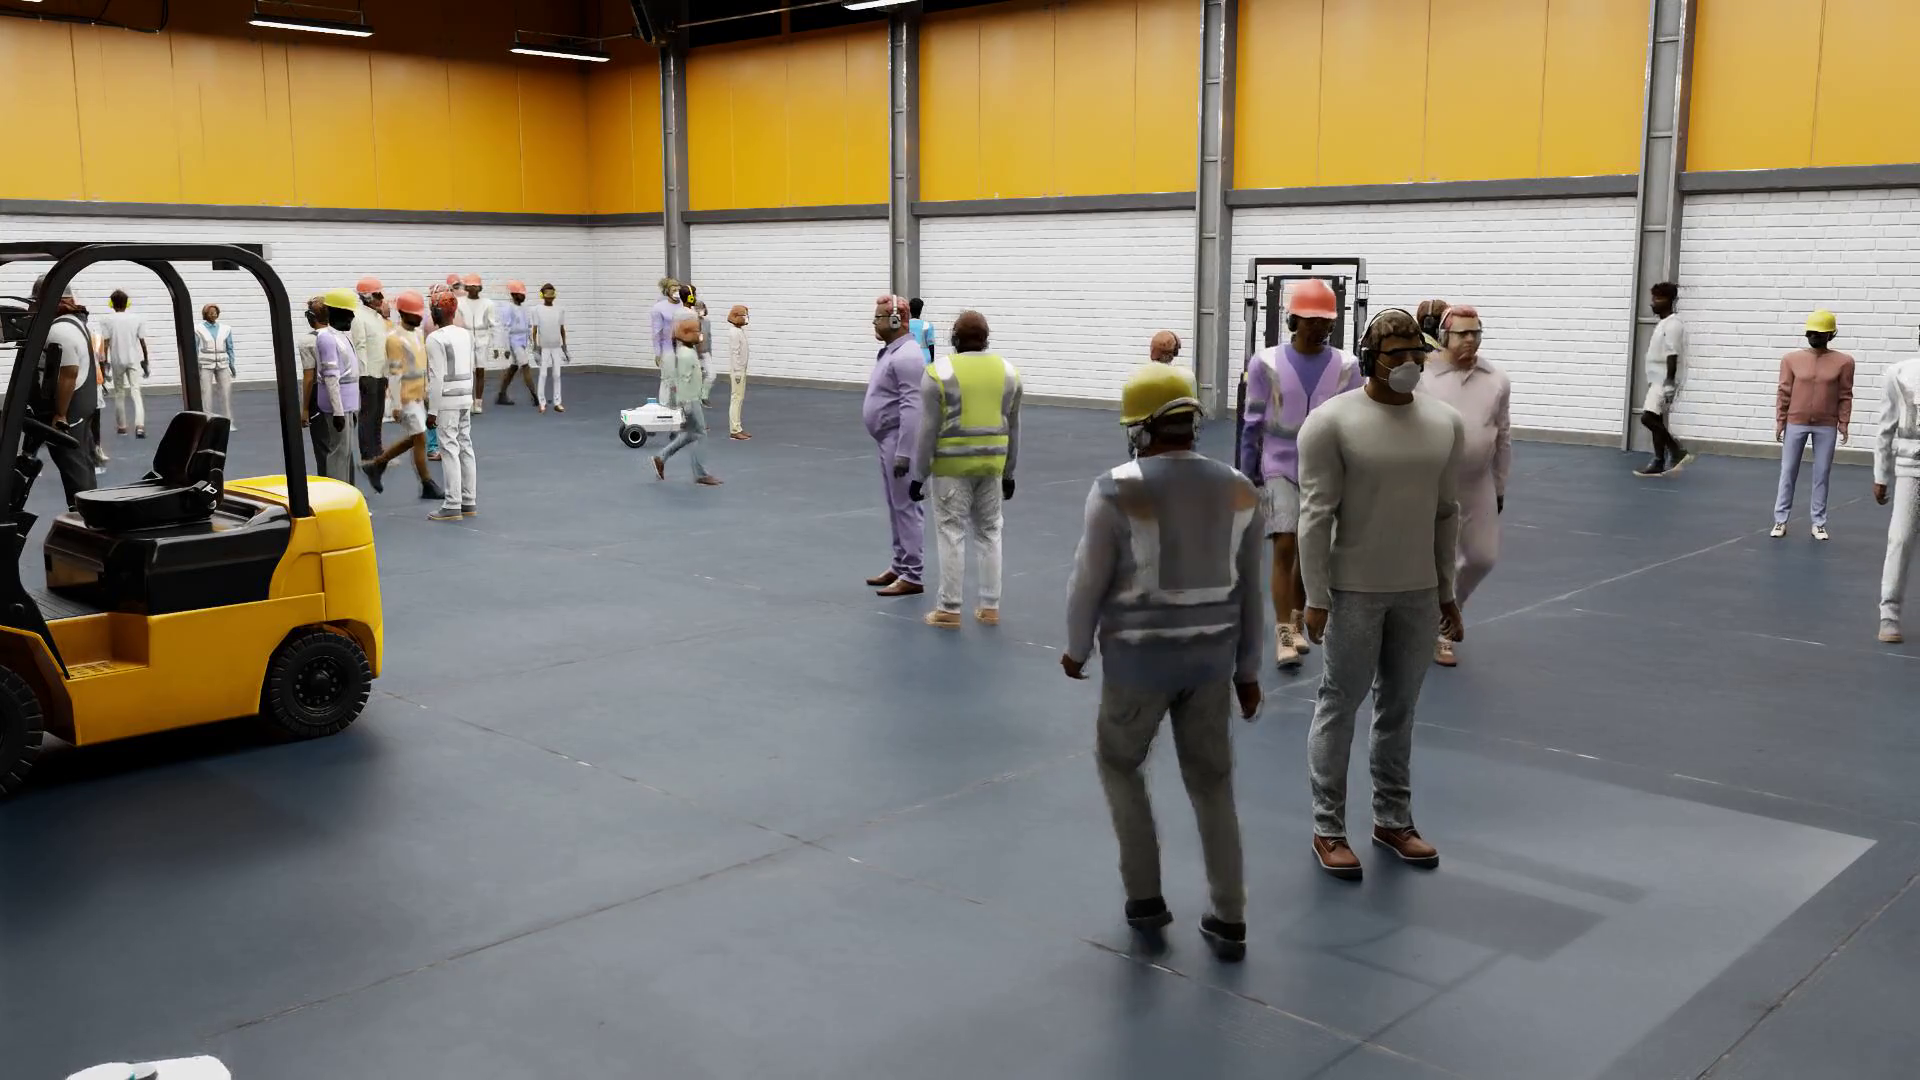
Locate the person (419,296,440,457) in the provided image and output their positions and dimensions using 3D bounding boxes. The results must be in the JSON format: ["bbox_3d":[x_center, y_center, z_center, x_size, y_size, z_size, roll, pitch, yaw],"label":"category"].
[{"bbox_3d":[-5.749,-1.832,18.344,0.389,1.846,0.567,4,10,24],"label":"person"}]

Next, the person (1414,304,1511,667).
[{"bbox_3d":[2.593,-0.299,8.803,0.655,1.889,0.528,-1,9,-5],"label":"person"}]

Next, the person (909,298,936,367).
[{"bbox_3d":[-0.573,-2.302,21.683,0.532,1.696,0.318,2,9,9],"label":"person"}]

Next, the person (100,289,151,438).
[{"bbox_3d":[-10.279,-2.172,20.510,0.547,1.829,0.974,-6,11,-34],"label":"person"}]

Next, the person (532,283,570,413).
[{"bbox_3d":[-5.912,-2.762,24.004,0.519,1.861,0.318,-6,11,-33],"label":"person"}]

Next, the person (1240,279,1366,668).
[{"bbox_3d":[1.804,-0.331,8.638,0.644,2.001,0.970,0,9,2],"label":"person"}]

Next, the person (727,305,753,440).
[{"bbox_3d":[-2.685,-2.040,20.266,0.269,1.632,0.509,0,9,1],"label":"person"}]

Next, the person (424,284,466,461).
[{"bbox_3d":[-5.596,-1.808,18.005,0.399,1.910,0.643,2,9,11],"label":"person"}]

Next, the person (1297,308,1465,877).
[{"bbox_3d":[1.450,0.180,5.722,0.629,1.940,0.372,-3,10,-20],"label":"person"}]

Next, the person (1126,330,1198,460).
[{"bbox_3d":[1.451,-0.687,11.982,0.524,1.633,0.317,3,10,19],"label":"person"}]

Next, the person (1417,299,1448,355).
[{"bbox_3d":[3.579,-0.913,12.719,0.429,1.842,0.634,2,10,14],"label":"person"}]

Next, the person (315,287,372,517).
[{"bbox_3d":[-5.047,-1.097,13.599,0.371,1.923,0.586,-2,9,-12],"label":"person"}]

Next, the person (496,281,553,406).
[{"bbox_3d":[-6.664,-2.961,25.142,0.993,1.887,0.559,2,10,13],"label":"person"}]

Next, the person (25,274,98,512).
[{"bbox_3d":[-6.847,-0.997,12.627,0.537,2.000,0.689,-3,10,-18],"label":"person"}]

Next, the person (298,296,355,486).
[{"bbox_3d":[-5.344,-1.125,14.012,0.345,1.846,0.506,5,10,26],"label":"person"}]

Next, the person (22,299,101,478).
[{"bbox_3d":[-8.995,-1.523,16.380,0.603,1.861,1.014,5,11,30],"label":"person"}]

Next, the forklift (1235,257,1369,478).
[{"bbox_3d":[3.309,-1.629,16.029,1.214,2.155,2.313,2,9,11],"label":"forklift"}]

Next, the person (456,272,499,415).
[{"bbox_3d":[-6.837,-2.753,23.466,0.648,2.010,0.924,-3,10,-19],"label":"person"}]

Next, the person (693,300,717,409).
[{"bbox_3d":[-3.812,-2.722,24.503,0.403,1.612,0.526,7,12,37],"label":"person"}]

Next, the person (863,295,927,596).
[{"bbox_3d":[-0.417,-0.601,10.609,0.399,1.909,0.642,-2,9,-10],"label":"person"}]

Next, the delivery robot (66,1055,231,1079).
[{"bbox_3d":[-1.607,1.240,3.164,0.477,0.478,0.707,-3,10,-15],"label":"delivery robot"}]

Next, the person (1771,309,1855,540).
[{"bbox_3d":[6.535,-0.878,12.748,0.525,1.765,0.329,4,10,25],"label":"person"}]

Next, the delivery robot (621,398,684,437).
[{"bbox_3d":[-3.597,-1.418,19.461,0.707,0.478,0.477,-3,10,-17],"label":"delivery robot"}]

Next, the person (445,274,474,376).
[{"bbox_3d":[-9.044,-3.776,29.842,0.429,1.975,0.637,6,11,35],"label":"person"}]

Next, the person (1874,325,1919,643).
[{"bbox_3d":[5.380,-0.355,9.191,0.595,1.881,0.375,4,10,22],"label":"person"}]

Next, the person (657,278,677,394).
[{"bbox_3d":[-4.811,-3.391,27.744,0.499,1.913,0.680,-1,9,-3],"label":"person"}]

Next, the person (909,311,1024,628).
[{"bbox_3d":[0.027,-0.391,9.606,0.676,1.839,0.429,-4,10,-24],"label":"person"}]

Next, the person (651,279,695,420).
[{"bbox_3d":[-3.753,-2.461,21.917,0.632,1.939,0.368,-7,12,-37],"label":"person"}]

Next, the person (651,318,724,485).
[{"bbox_3d":[-2.627,-1.323,15.939,0.636,1.612,0.511,-1,9,-8],"label":"person"}]

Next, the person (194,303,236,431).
[{"bbox_3d":[-9.473,-2.180,21.112,0.520,1.638,0.312,-8,12,-40],"label":"person"}]

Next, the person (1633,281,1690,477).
[{"bbox_3d":[6.945,-1.579,16.468,0.432,1.945,0.628,2,10,14],"label":"person"}]

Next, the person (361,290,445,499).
[{"bbox_3d":[-5.004,-1.282,14.853,0.774,1.893,0.605,1,9,6],"label":"person"}]

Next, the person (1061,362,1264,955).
[{"bbox_3d":[0.635,0.367,5.055,0.618,1.787,0.559,-4,10,-22],"label":"person"}]

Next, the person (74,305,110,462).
[{"bbox_3d":[-9.346,-1.657,17.720,0.317,1.696,0.540,8,12,39],"label":"person"}]

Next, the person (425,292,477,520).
[{"bbox_3d":[-4.219,-1.101,13.750,0.356,1.883,0.574,2,10,15],"label":"person"}]

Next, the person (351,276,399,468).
[{"bbox_3d":[-6.106,-1.740,17.321,0.388,1.993,0.624,0,9,1],"label":"person"}]

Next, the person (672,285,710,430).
[{"bbox_3d":[-3.477,-2.337,21.367,0.532,1.871,0.319,8,12,41],"label":"person"}]

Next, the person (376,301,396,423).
[{"bbox_3d":[-7.744,-2.395,22.426,0.310,1.638,0.522,1,9,7],"label":"person"}]

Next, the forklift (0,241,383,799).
[{"bbox_3d":[-3.706,-0.171,7.093,1.214,2.155,2.313,9,13,43],"label":"forklift"}]
